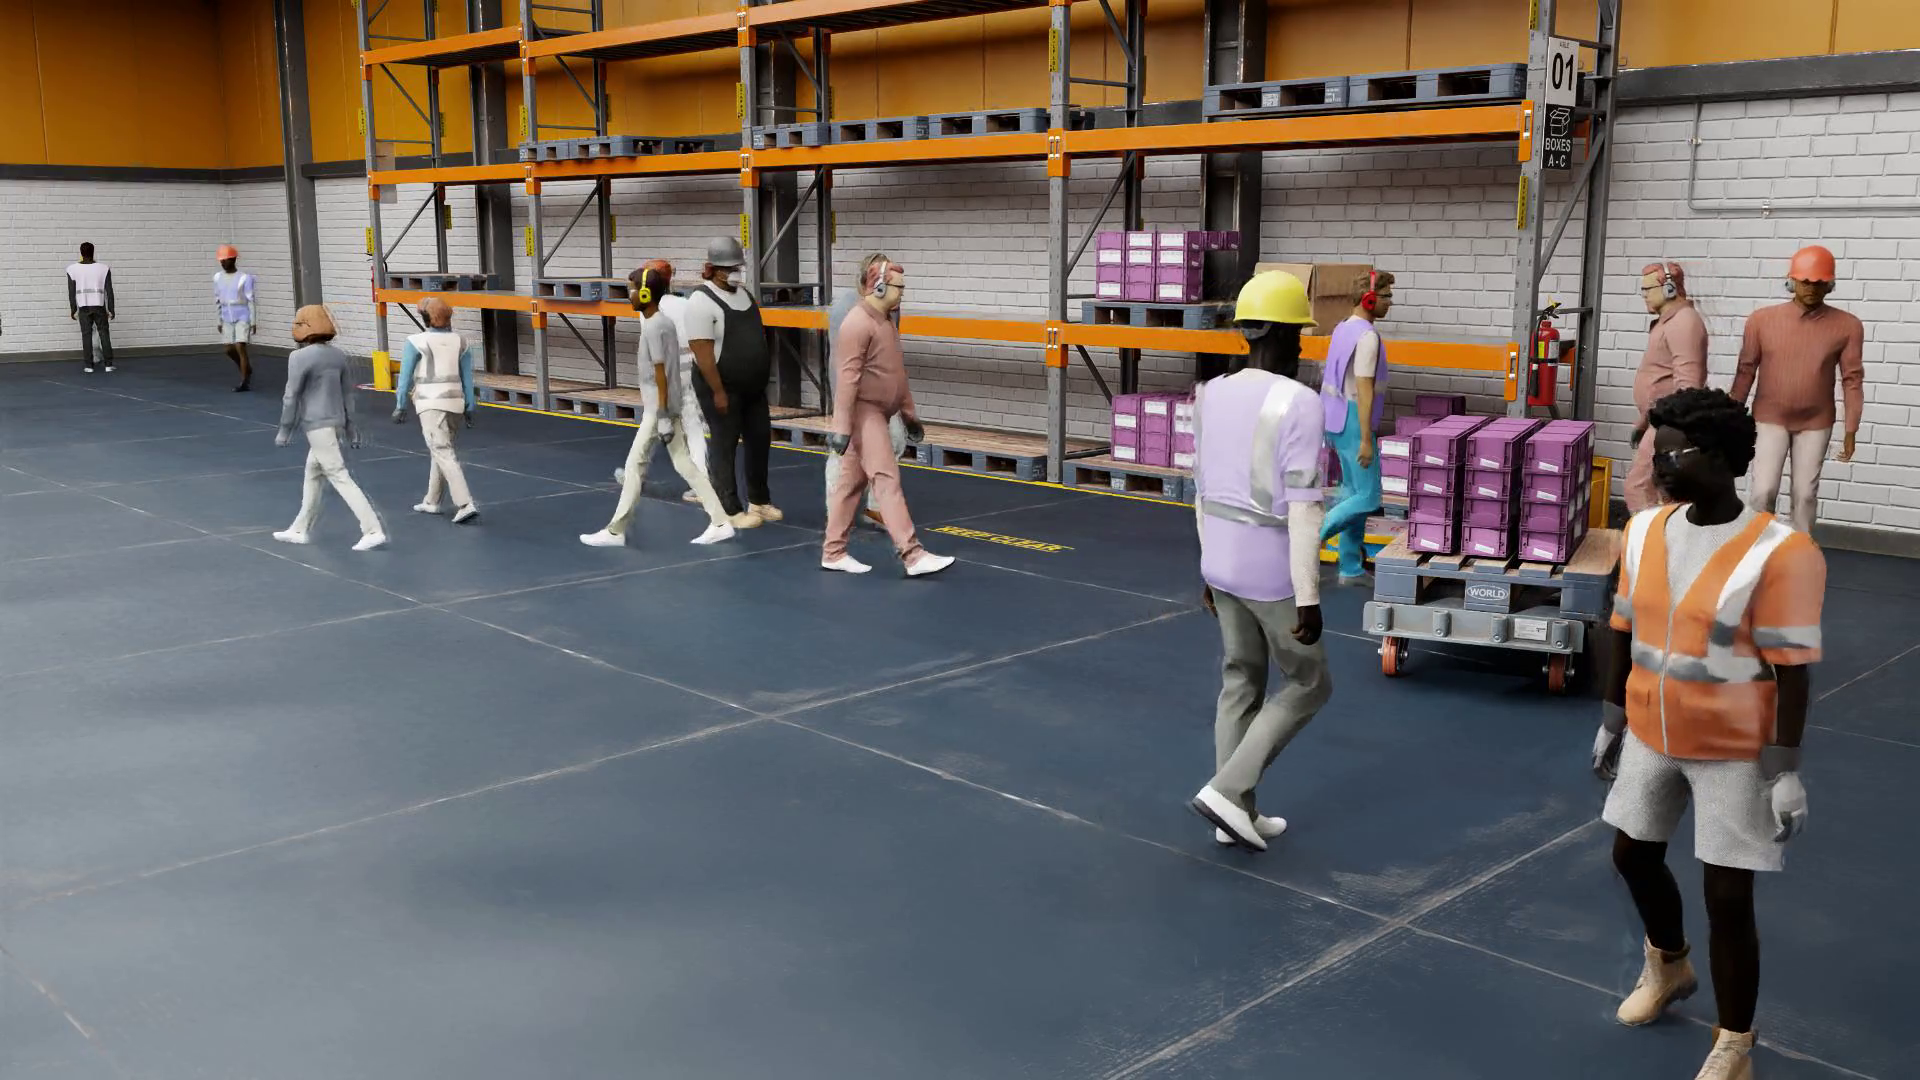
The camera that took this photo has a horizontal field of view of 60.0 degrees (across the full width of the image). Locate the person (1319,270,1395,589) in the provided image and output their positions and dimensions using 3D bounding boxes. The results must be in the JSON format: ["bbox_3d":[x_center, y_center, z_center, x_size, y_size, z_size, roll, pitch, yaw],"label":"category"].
[{"bbox_3d":[2.180,-0.606,9.412,0.538,1.824,0.584,0,10,-1],"label":"person"}]

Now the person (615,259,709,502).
[{"bbox_3d":[-2.280,-1.219,12.744,1.019,1.822,0.588,9,14,40],"label":"person"}]

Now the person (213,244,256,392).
[{"bbox_3d":[-9.392,-2.884,21.642,0.548,1.918,0.588,1,10,6],"label":"person"}]

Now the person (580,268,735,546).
[{"bbox_3d":[-1.949,-0.847,10.800,1.000,1.819,0.558,0,10,1],"label":"person"}]

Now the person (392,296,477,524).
[{"bbox_3d":[-3.681,-0.927,11.814,0.868,1.598,0.525,8,13,36],"label":"person"}]

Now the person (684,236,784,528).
[{"bbox_3d":[-1.575,-1.098,11.534,0.542,2.000,0.703,6,12,29],"label":"person"}]

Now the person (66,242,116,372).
[{"bbox_3d":[-12.890,-3.441,24.709,0.597,1.893,0.370,-5,12,-26],"label":"person"}]

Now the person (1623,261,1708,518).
[{"bbox_3d":[4.034,-0.651,9.573,0.584,1.879,0.657,5,11,24],"label":"person"}]

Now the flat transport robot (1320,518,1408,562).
[{"bbox_3d":[2.828,0.034,10.188,1.431,0.197,0.652,7,12,33],"label":"flat transport robot"}]

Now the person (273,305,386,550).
[{"bbox_3d":[-4.100,-0.723,10.749,0.897,1.587,0.499,2,11,13],"label":"person"}]

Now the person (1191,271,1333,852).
[{"bbox_3d":[0.978,0.092,5.397,0.424,1.908,0.606,-6,12,-29],"label":"person"}]

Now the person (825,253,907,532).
[{"bbox_3d":[-0.626,-0.983,11.292,0.698,1.891,0.757,9,14,40],"label":"person"}]

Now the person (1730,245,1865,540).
[{"bbox_3d":[4.676,-0.659,9.342,0.691,1.964,0.524,5,11,23],"label":"person"}]

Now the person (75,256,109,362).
[{"bbox_3d":[-13.799,-3.667,26.412,0.502,1.730,0.664,0,10,-2],"label":"person"}]

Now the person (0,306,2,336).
[{"bbox_3d":[-13.308,-2.911,22.594,0.526,1.608,0.779,-6,12,-31],"label":"person"}]

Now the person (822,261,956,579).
[{"bbox_3d":[-0.417,-0.700,9.845,0.931,1.858,0.652,1,10,8],"label":"person"}]

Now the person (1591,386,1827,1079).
[{"bbox_3d":[1.807,0.479,3.958,0.480,1.673,0.576,-6,12,-28],"label":"person"}]
